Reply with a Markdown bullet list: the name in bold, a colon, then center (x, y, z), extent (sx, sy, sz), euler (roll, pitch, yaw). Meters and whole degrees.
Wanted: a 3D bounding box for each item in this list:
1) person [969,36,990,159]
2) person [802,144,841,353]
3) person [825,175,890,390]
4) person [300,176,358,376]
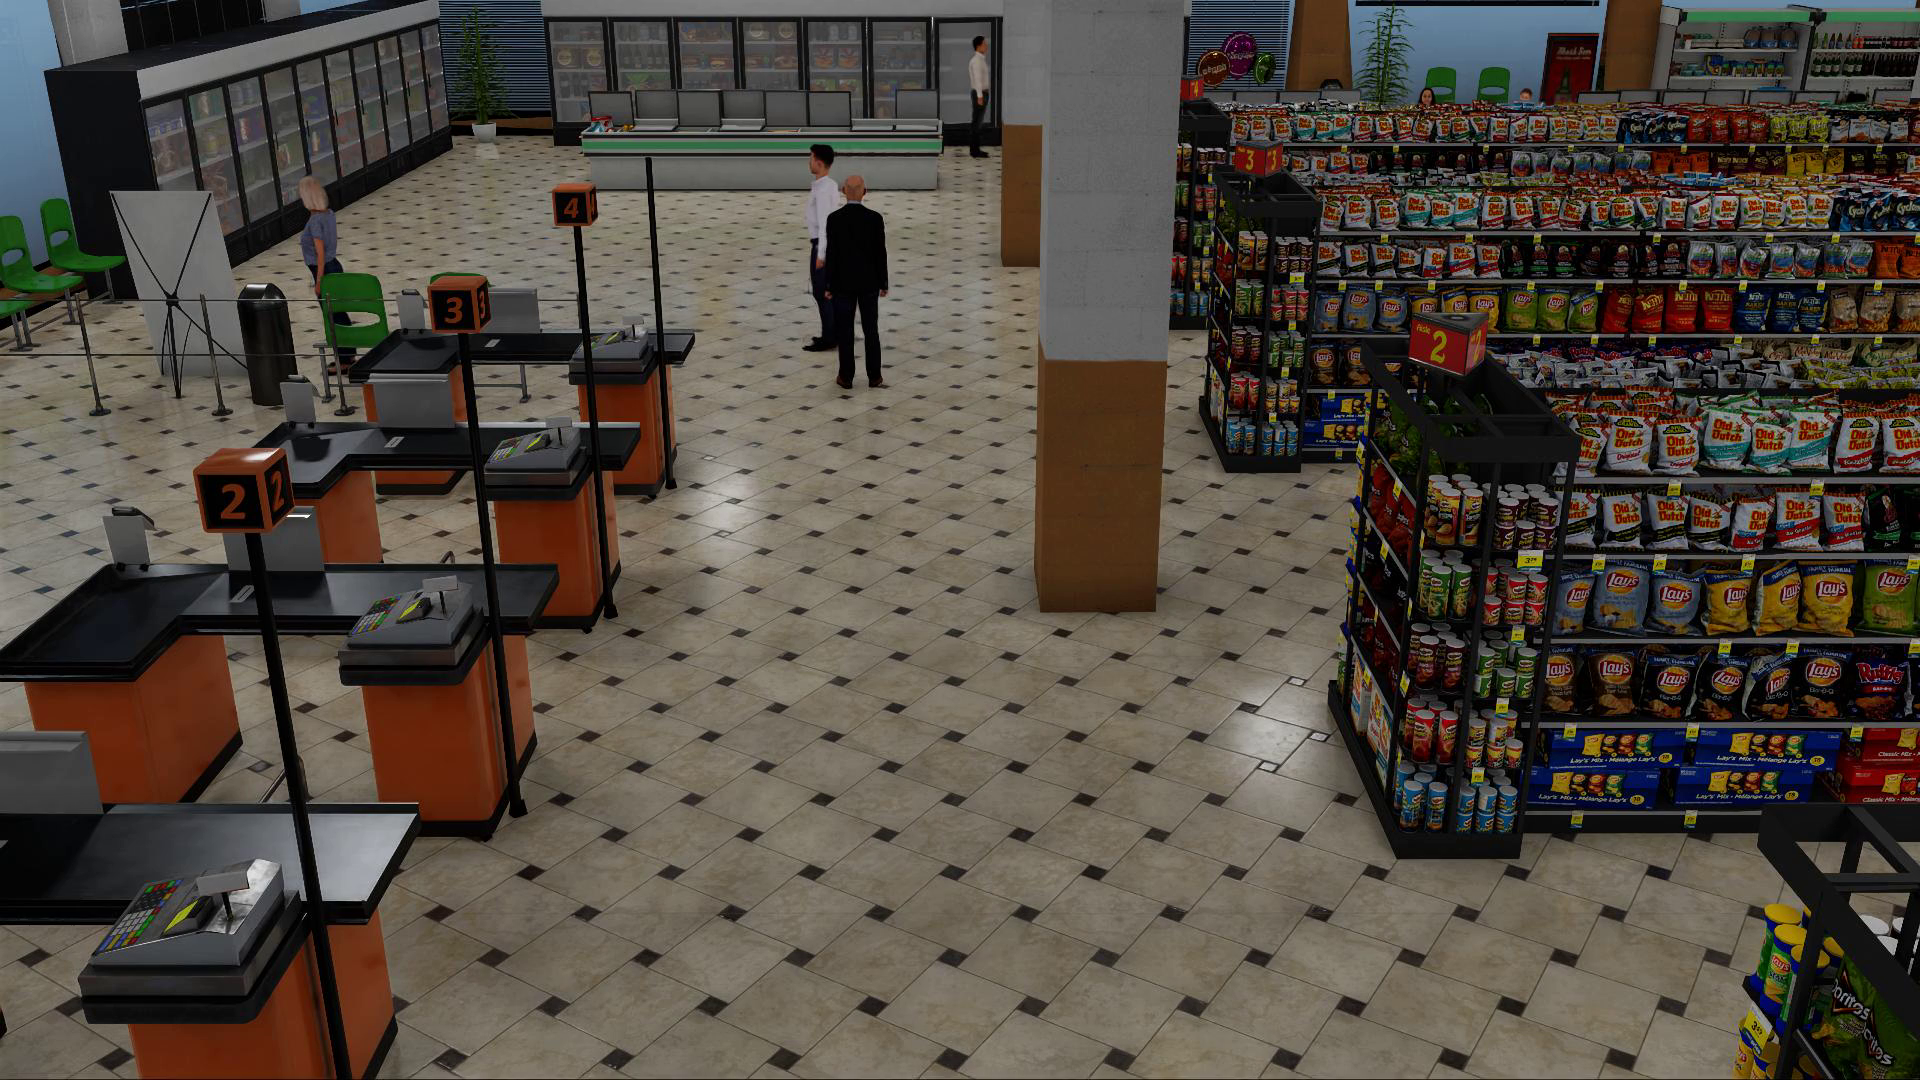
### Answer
- **person**: center (0.288, -6.819, 25.582), extent (0.548, 1.810, 0.665), euler (1, 22, 3)
- **person**: center (-1.201, -2.669, 15.171), extent (0.636, 1.872, 0.661), euler (3, 22, 8)
- **person**: center (-0.878, -2.175, 14.041), extent (0.553, 1.799, 0.785), euler (-3, 22, -7)
- **person**: center (-5.492, -2.300, 14.458), extent (0.507, 1.720, 0.577), euler (-1, 22, -3)
